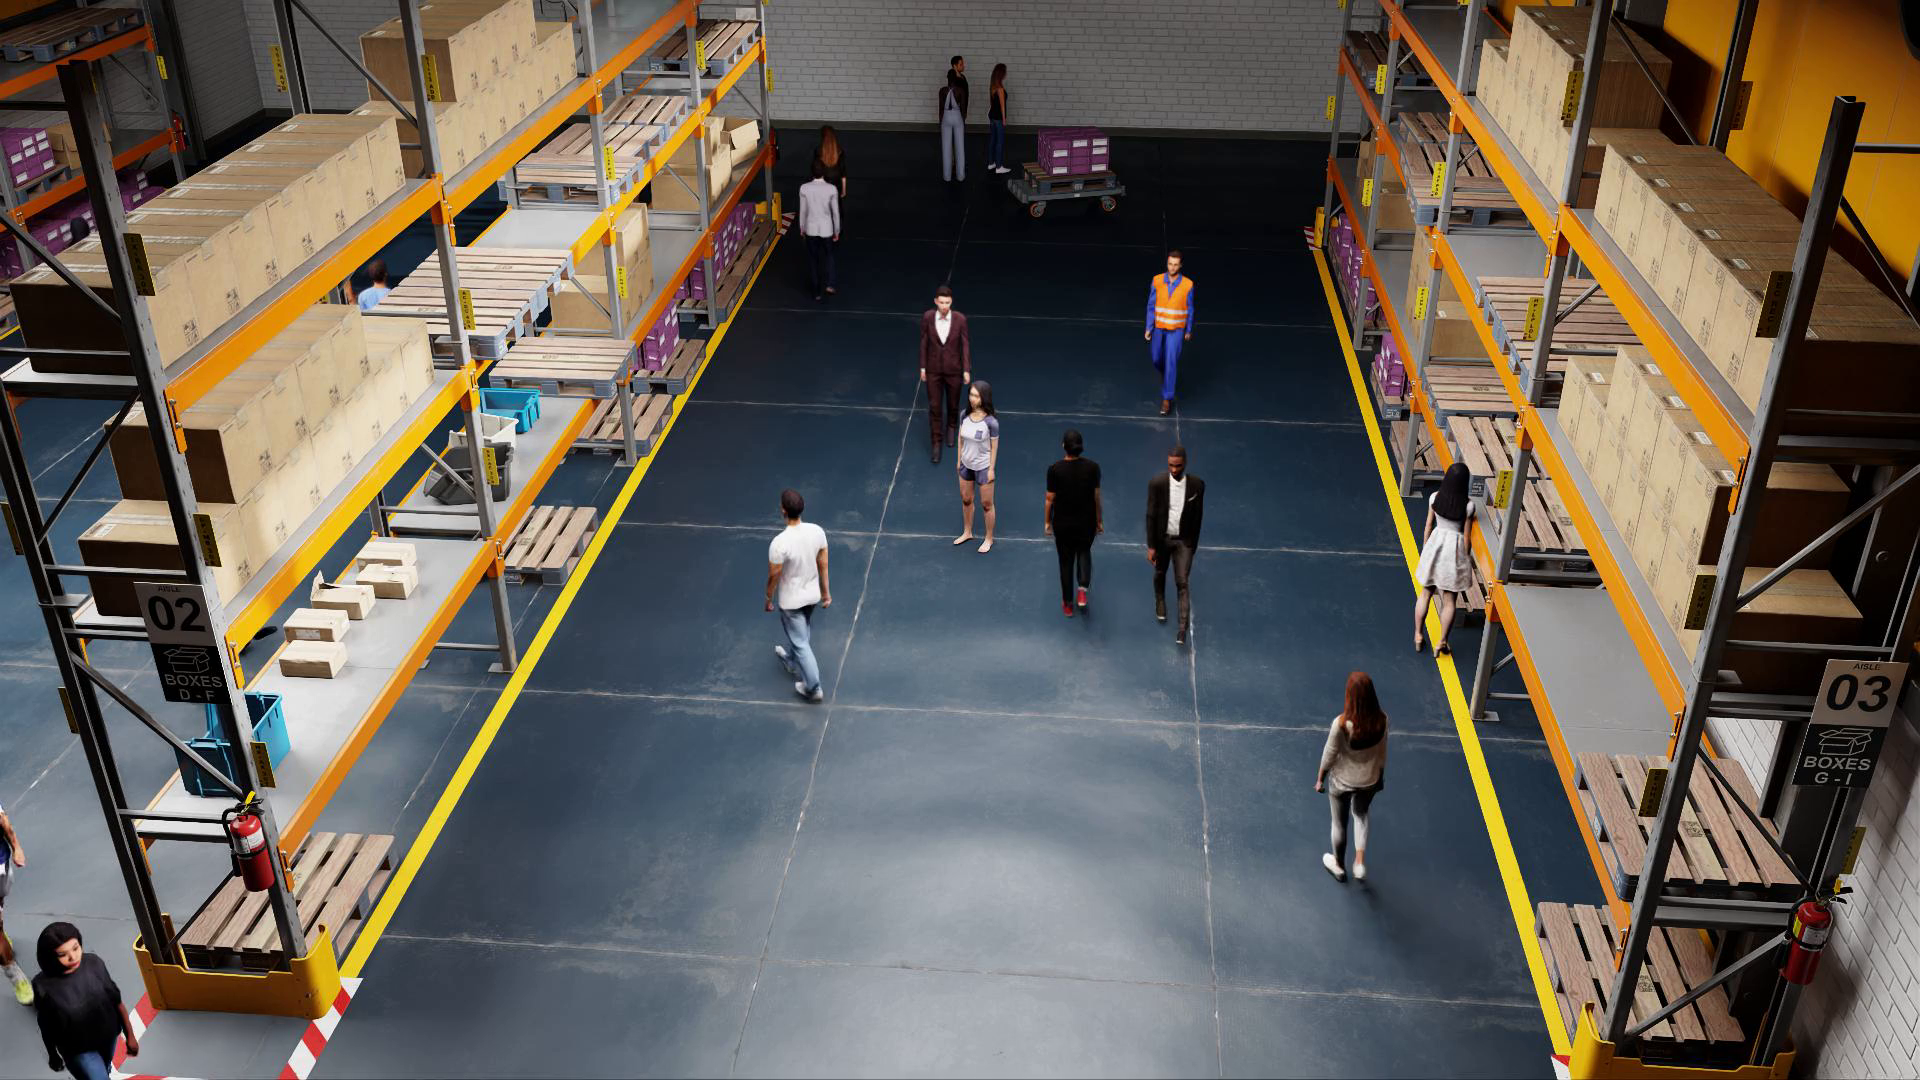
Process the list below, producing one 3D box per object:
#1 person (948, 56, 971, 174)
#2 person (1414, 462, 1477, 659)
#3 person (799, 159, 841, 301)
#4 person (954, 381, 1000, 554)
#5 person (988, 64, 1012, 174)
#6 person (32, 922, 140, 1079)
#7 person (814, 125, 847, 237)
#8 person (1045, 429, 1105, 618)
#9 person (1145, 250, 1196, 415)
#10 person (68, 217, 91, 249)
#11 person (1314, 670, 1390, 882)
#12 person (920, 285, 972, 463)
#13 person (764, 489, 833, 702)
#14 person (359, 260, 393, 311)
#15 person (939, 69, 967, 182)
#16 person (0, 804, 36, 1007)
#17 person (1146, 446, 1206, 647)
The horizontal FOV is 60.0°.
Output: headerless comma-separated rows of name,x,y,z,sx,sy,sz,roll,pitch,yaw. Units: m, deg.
person,-0.041,-6.921,26.975,0.746,1.859,0.545,9,30,16
person,4.109,0.163,14.083,0.777,1.769,0.803,19,34,31
person,-1.834,-4.007,21.656,0.721,1.837,0.666,-2,29,-4
person,0.170,-0.712,15.752,0.678,1.708,0.689,18,33,30
person,0.609,-6.853,26.995,0.726,1.721,0.611,-13,31,-22
person,-4.931,2.799,9.381,1.057,1.643,1.147,21,35,34
person,-1.859,-4.993,23.630,0.674,1.677,0.973,-1,29,-2
person,1.023,-0.112,14.607,0.706,1.750,0.646,-2,29,-4
person,2.353,-2.385,18.677,0.834,1.843,1.134,8,30,15
person,-10.596,-3.131,20.289,0.617,1.609,0.710,3,29,5
person,2.724,1.682,11.370,0.702,1.699,0.736,-4,29,-8
person,-0.155,-1.831,17.666,0.727,1.838,1.012,1,29,1
person,-1.247,0.487,13.420,1.064,1.835,1.105,-24,37,-37
person,-6.260,-2.108,18.175,0.629,1.837,1.154,2,29,5
person,-0.124,-6.590,26.449,0.599,1.783,0.526,-1,29,-2
person,-6.303,2.039,10.619,1.162,1.792,1.187,24,36,36
person,1.813,-0.026,14.444,0.655,1.755,1.126,1,29,2
